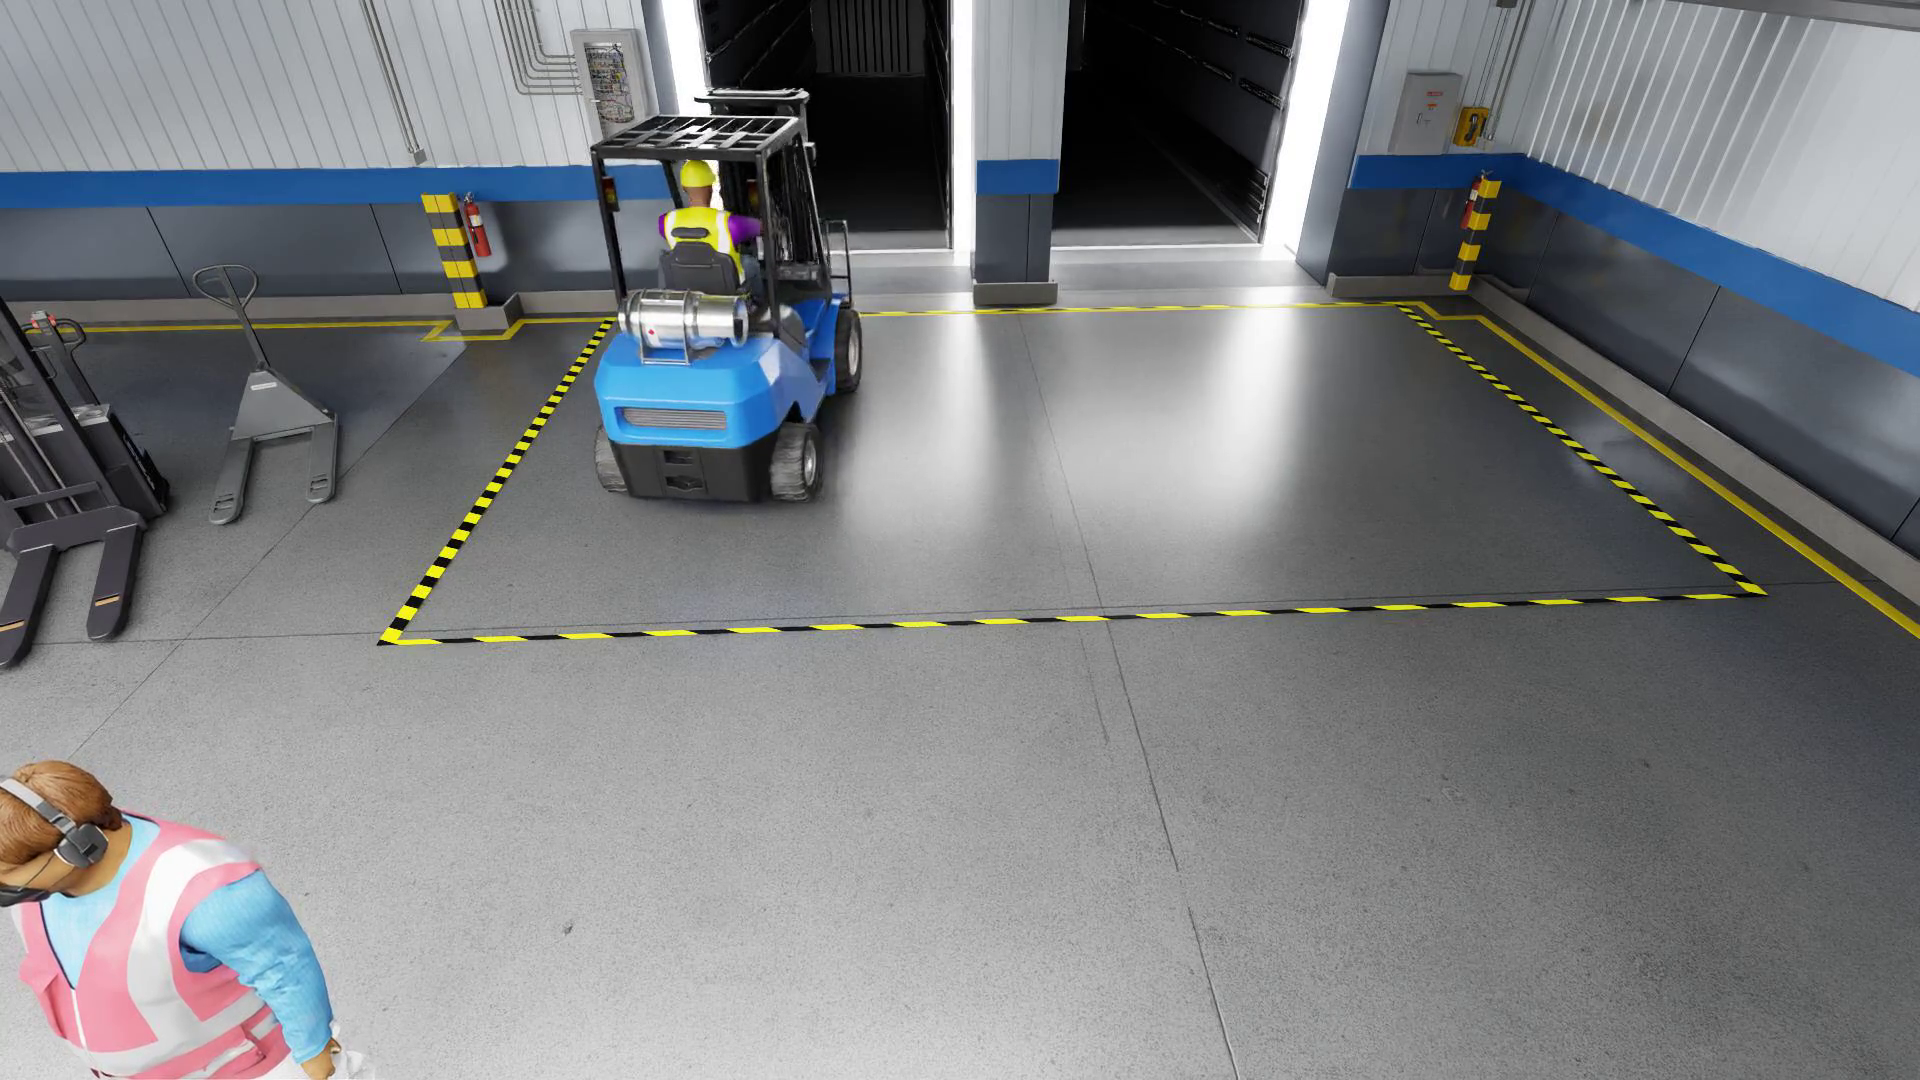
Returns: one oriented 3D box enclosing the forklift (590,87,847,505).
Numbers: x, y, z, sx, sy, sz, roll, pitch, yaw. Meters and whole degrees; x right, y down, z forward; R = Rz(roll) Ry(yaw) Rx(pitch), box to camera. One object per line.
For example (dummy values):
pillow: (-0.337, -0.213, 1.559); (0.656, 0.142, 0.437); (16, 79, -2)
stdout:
forklift: (-1.557, -1.762, 6.211); (1.157, 2.036, 2.680); (3, 35, 4)

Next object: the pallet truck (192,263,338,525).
pallet truck: (-4.778, -1.027, 6.128); (0.680, 1.201, 1.601); (-17, 38, -23)

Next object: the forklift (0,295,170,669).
forklift: (-5.212, -0.618, 4.878); (0.823, 1.965, 1.885); (-20, 39, -26)

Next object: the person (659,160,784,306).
person: (-1.544, -1.949, 6.153); (0.635, 1.294, 1.004); (3, 35, 4)

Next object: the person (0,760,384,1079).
person: (-1.895, 1.237, 2.347); (0.635, 1.841, 0.429); (7, 36, 11)
